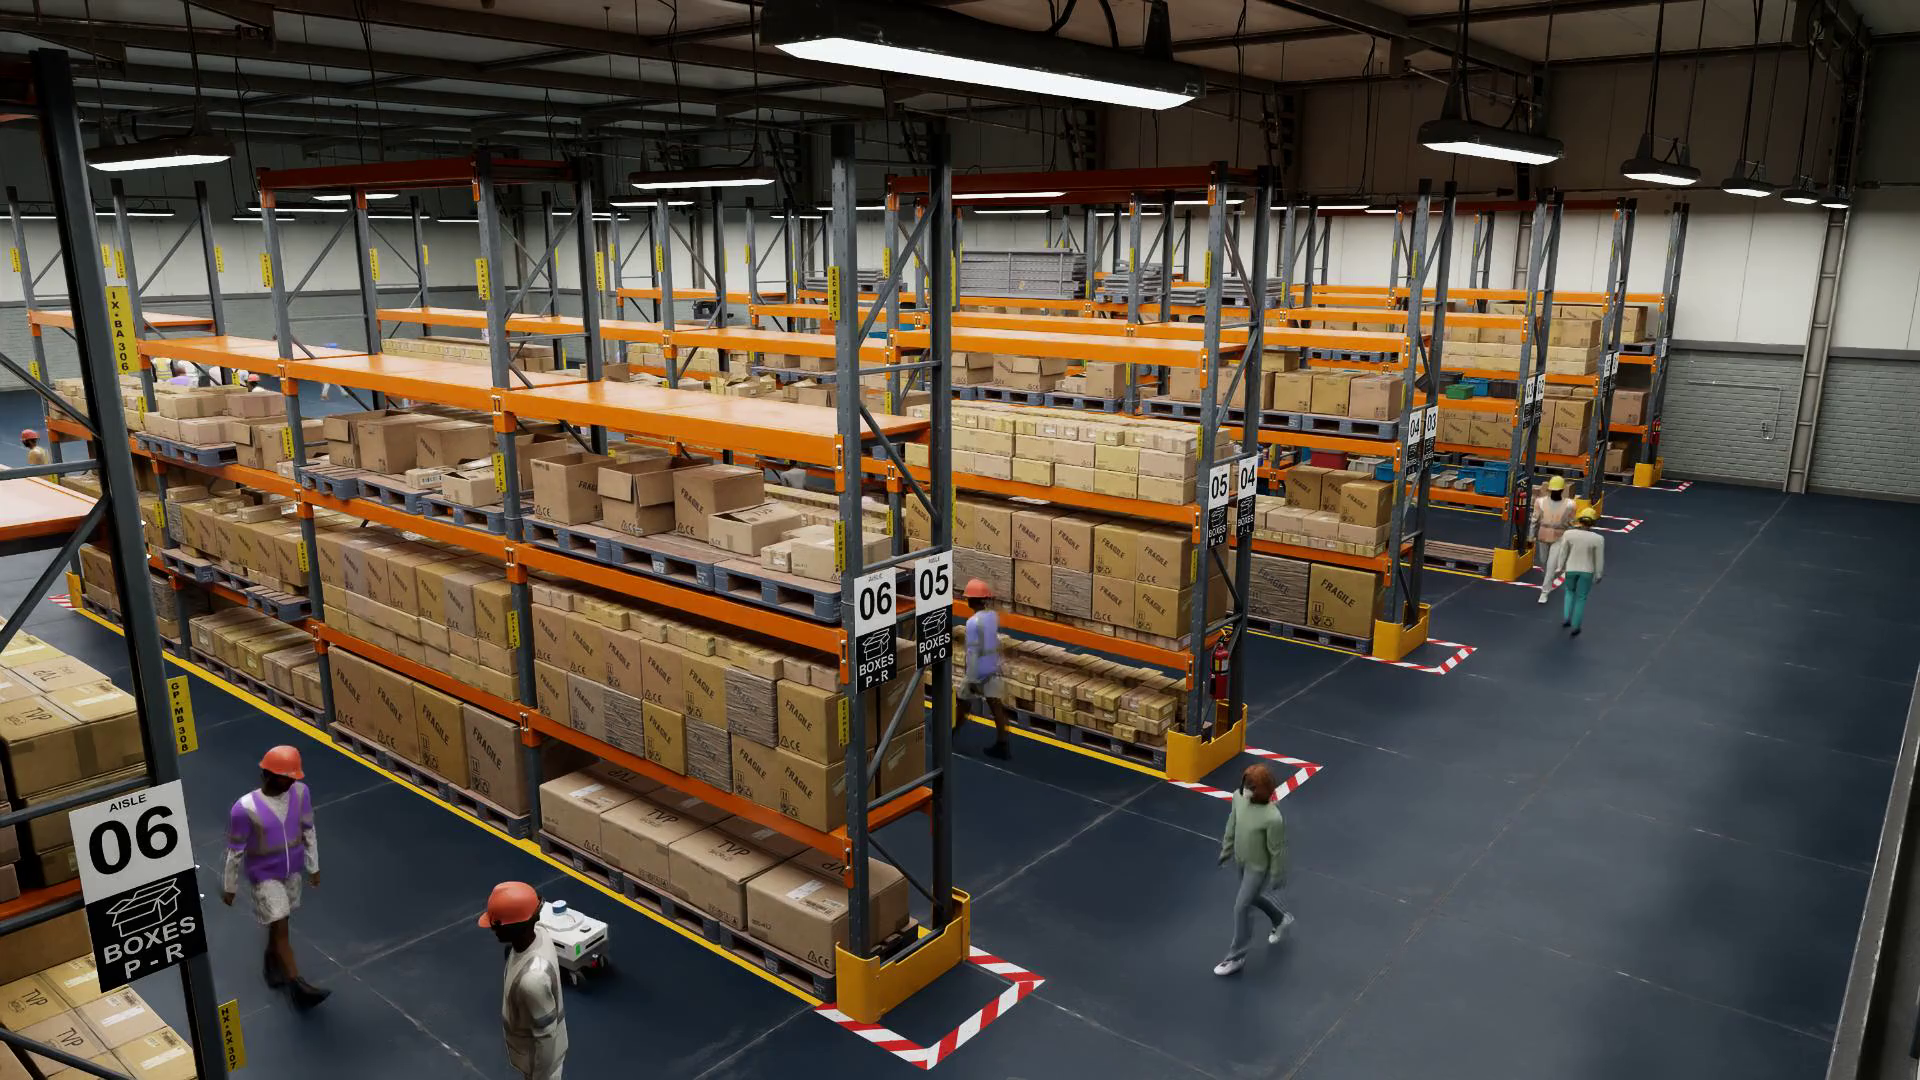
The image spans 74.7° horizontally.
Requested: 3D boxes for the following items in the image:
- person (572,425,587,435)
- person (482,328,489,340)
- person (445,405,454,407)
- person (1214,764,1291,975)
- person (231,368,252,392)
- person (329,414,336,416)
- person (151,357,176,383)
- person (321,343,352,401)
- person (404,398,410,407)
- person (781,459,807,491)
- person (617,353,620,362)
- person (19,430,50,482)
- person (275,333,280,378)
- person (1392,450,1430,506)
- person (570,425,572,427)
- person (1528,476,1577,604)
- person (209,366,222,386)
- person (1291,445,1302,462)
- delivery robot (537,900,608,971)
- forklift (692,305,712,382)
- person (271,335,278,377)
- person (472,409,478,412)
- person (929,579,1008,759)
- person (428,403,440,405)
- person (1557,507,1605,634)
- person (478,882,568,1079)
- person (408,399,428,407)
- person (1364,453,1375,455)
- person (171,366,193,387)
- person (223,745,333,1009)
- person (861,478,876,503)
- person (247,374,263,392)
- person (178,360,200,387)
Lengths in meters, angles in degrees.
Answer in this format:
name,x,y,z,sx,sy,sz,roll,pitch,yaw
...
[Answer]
name,x,y,z,sx,sy,sz,roll,pitch,yaw
person,-7.976,-1.899,26.442,0.390,1.920,0.587,-3,14,-11
person,-19.878,-8.409,53.183,0.548,1.936,0.378,1,14,3
person,-12.345,-2.984,31.167,0.647,1.794,0.946,-1,14,-3
person,2.229,2.400,9.412,0.763,1.603,0.499,-6,15,-24
person,-20.495,-4.250,35.947,0.688,2.000,0.536,2,14,8
person,-12.428,-1.592,25.249,0.355,1.886,0.572,-4,14,-15
person,-25.169,-5.121,39.855,0.627,1.846,0.429,-6,15,-24
person,-20.627,-5.543,41.491,1.037,1.874,0.653,-2,14,-9
person,-17.048,-4.861,38.852,0.545,1.813,1.003,-5,15,-21
person,-2.815,-0.590,21.279,0.997,1.824,0.535,13,18,42
person,-11.031,-5.642,41.904,0.648,1.883,1.045,-2,14,-8
person,-17.012,-1.086,23.164,0.992,1.882,0.548,-7,15,-25
person,-25.876,-7.049,47.969,0.518,1.757,0.340,11,17,37
person,9.046,-1.424,25.163,0.847,1.585,0.518,11,18,39
person,-10.735,-3.841,35.037,0.513,1.630,0.318,-8,16,-30
person,8.892,-0.052,18.913,0.599,1.893,0.929,10,17,36
person,-21.679,-4.444,37.055,0.663,1.863,1.008,-10,17,-35
person,6.654,-1.410,24.769,0.328,1.760,0.524,9,16,33
delivery robot,-2.962,2.919,9.359,0.707,0.478,0.477,8,16,29
forklift,-9.511,-7.392,47.124,1.873,2.768,1.129,11,17,38
person,-26.088,-7.043,48.254,0.761,1.611,0.517,-4,14,-15
person,-10.000,-1.798,26.053,0.635,1.921,0.738,-5,14,-19
person,0.137,1.326,13.234,0.980,1.885,0.575,10,17,35
person,-14.257,-3.666,33.736,0.641,1.908,0.407,-10,17,-36
person,8.522,0.414,17.276,0.560,1.746,0.504,11,17,37
person,-2.347,2.796,6.876,0.395,2.038,0.615,-5,15,-21
person,-13.998,-3.437,32.612,0.612,1.995,0.382,6,15,23
person,9.032,-2.180,27.789,0.975,1.831,0.524,11,17,37
person,-21.476,-3.885,34.838,0.650,1.815,0.722,0,14,1
person,-4.836,2.378,8.953,0.912,1.865,0.629,8,16,30
person,-1.547,-0.032,18.926,0.983,1.832,0.605,11,17,37
person,-17.816,-3.271,32.072,0.509,1.923,0.557,-4,14,-15
person,-23.950,-4.983,39.164,0.605,1.893,0.980,-9,16,-33
